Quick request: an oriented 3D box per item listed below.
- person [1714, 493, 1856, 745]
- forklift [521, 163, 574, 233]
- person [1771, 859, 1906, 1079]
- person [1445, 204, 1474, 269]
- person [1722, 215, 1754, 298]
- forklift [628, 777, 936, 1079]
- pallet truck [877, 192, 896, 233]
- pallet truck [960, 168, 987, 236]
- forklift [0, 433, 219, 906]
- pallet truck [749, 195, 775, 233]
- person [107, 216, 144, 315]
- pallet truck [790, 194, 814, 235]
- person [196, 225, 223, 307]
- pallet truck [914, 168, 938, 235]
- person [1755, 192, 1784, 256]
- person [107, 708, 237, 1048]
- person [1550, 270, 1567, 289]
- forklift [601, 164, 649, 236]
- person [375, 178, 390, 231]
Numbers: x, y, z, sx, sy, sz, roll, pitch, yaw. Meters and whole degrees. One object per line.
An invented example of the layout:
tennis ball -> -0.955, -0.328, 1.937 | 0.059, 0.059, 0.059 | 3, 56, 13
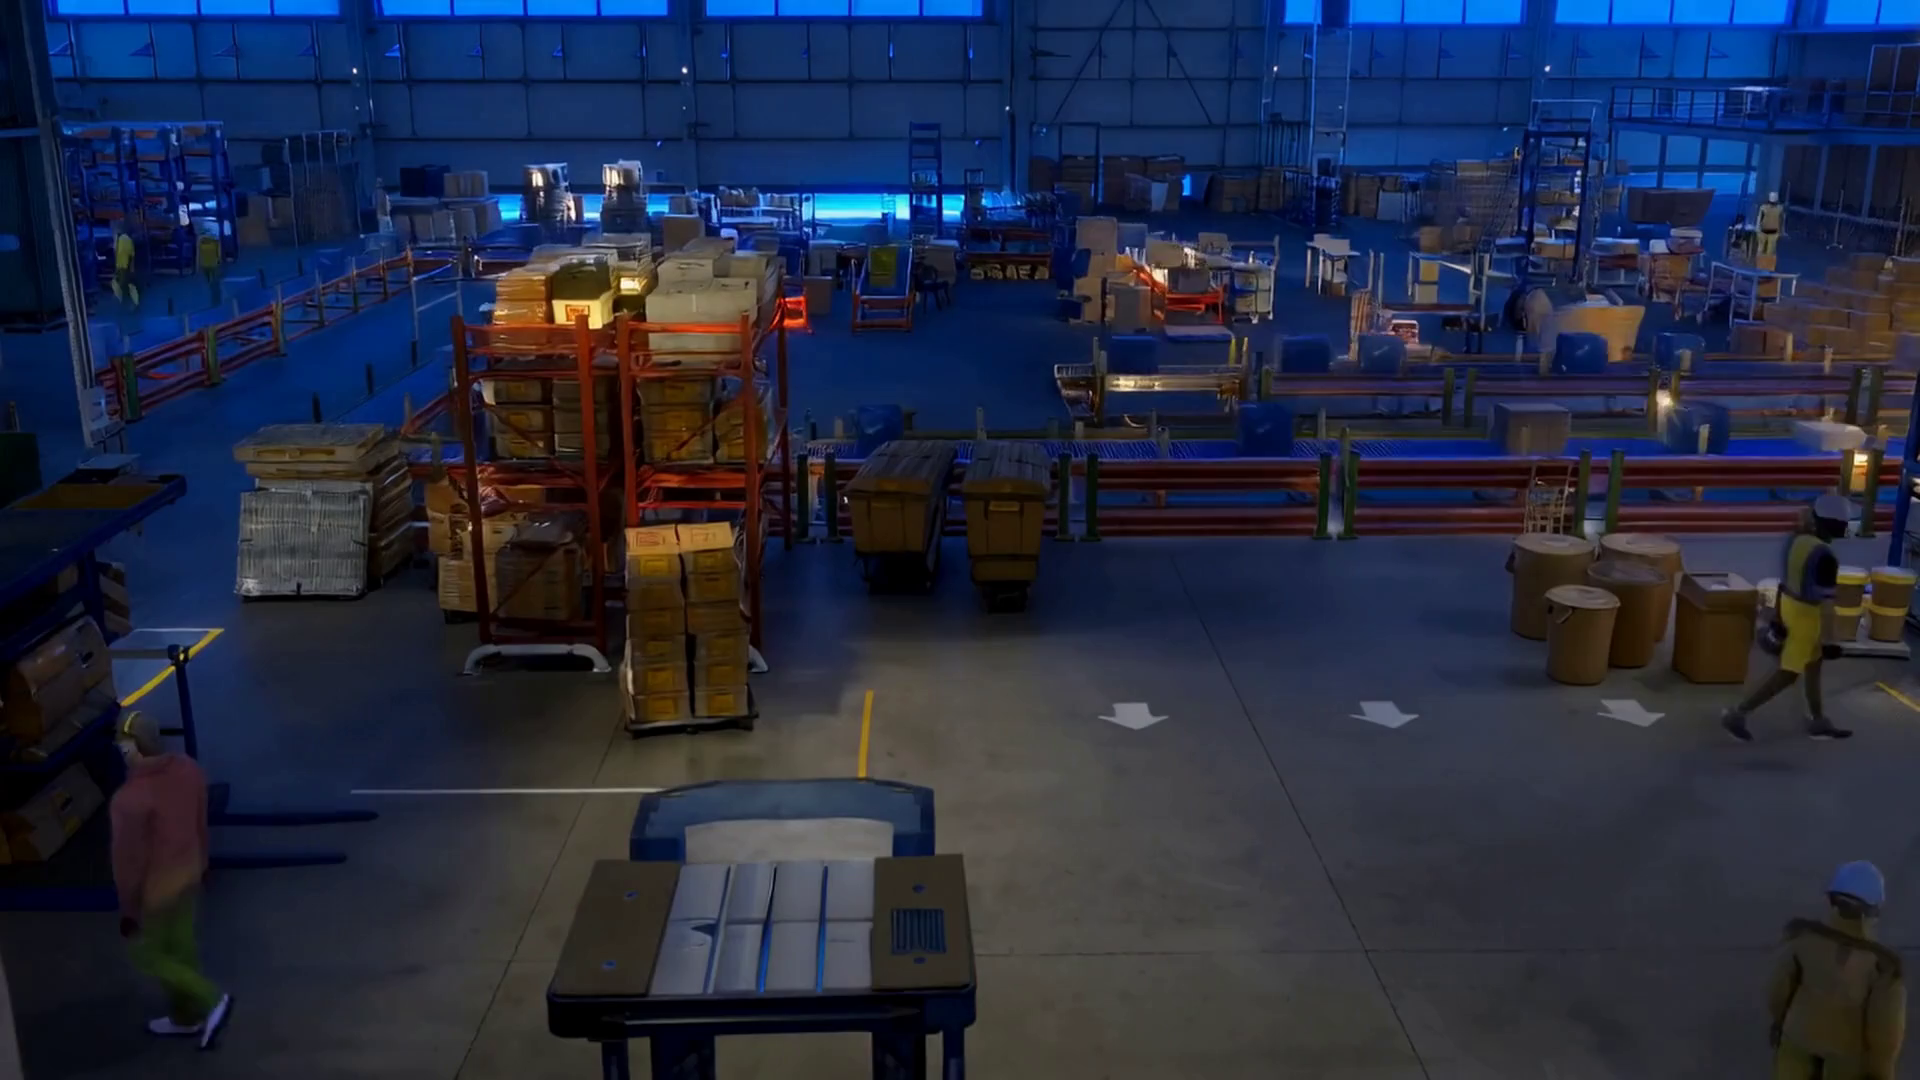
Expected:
person -> 6.315, 0.607, 12.553 | 1.046, 1.996, 0.605 | 1, 16, 5
forklift -> -12.233, -10.122, 49.298 | 1.157, 1.987, 2.680 | 0, 16, -1
person -> 3.870, 2.223, 7.420 | 0.931, 1.713, 0.543 | -15, 22, -41
person -> 11.519, -6.809, 38.481 | 0.846, 1.915, 0.552 | 4, 16, 12
person -> 17.101, -6.223, 36.597 | 0.595, 1.824, 0.404 | 15, 22, 42
forklift -> -0.542, 2.165, 5.552 | 1.129, 2.768, 1.873 | -1, 16, -2
pallet truck -> -2.277, -9.986, 50.594 | 0.653, 1.274, 1.630 | 0, 16, -1
pallet truck -> 0.383, -10.230, 50.206 | 0.823, 1.965, 1.885 | -1, 16, -3
forklift -> -5.952, 0.780, 10.366 | 1.873, 2.768, 1.129 | 0, 16, -1
pallet truck -> -6.051, -9.967, 50.660 | 0.680, 1.201, 1.601 | 0, 16, -1
person -> -17.199, -5.588, 34.039 | 0.630, 2.015, 0.815 | 10, 19, 31
pallet truck -> -4.814, -9.883, 50.259 | 0.704, 1.261, 1.522 | -1, 16, -3
person -> -15.950, -5.856, 35.468 | 0.529, 1.736, 0.802 | 2, 16, 5
pallet truck -> -0.989, -10.316, 50.507 | 0.823, 1.965, 1.885 | 1, 16, 3
person -> 20.197, -7.709, 41.548 | 0.607, 1.951, 1.049 | 3, 16, 10
person -> -4.104, 1.779, 8.652 | 0.532, 1.889, 0.670 | 2, 16, 7
person -> 10.289, -3.878, 28.836 | 0.857, 1.592, 0.497 | -2, 16, -8
forklift -> -9.948, -10.127, 49.296 | 1.157, 1.987, 2.680 | -1, 16, -3
person -> -15.872, -8.969, 45.830 | 0.380, 1.995, 0.611 | -12, 20, -36
